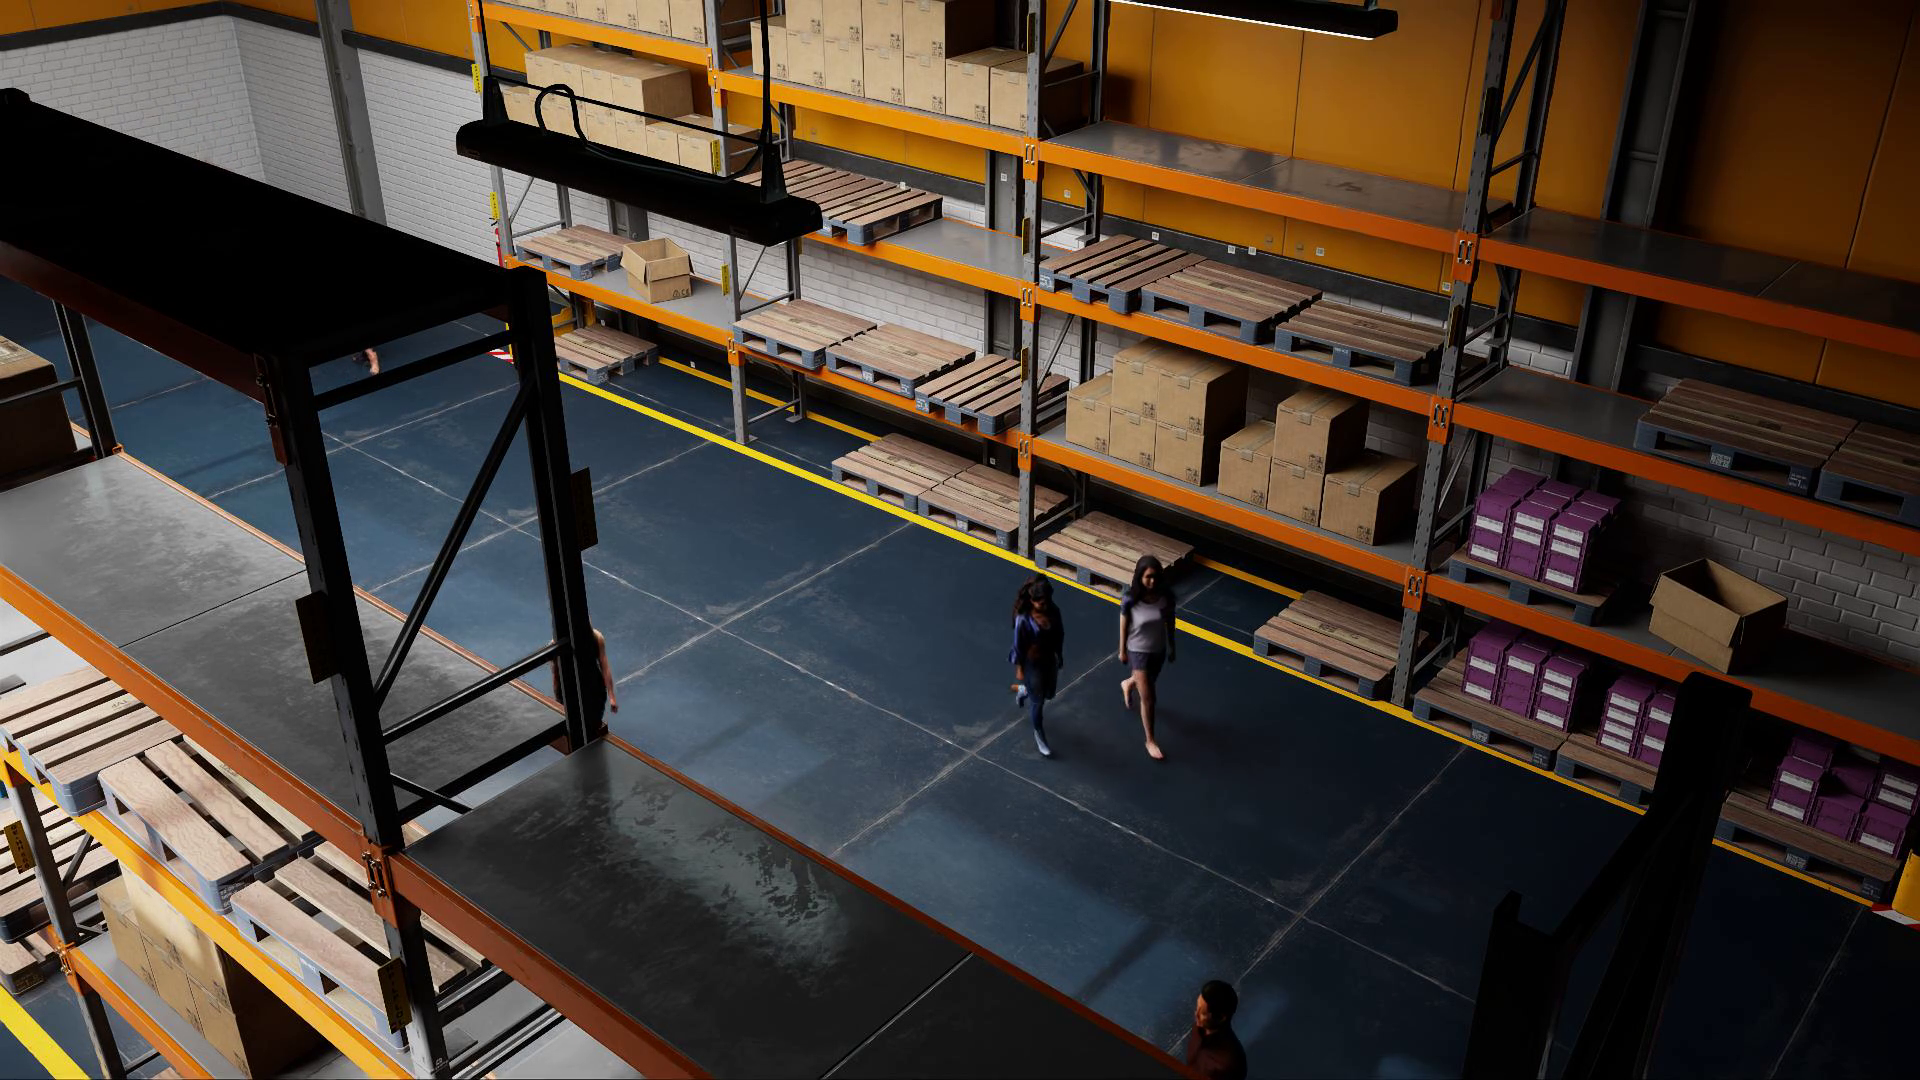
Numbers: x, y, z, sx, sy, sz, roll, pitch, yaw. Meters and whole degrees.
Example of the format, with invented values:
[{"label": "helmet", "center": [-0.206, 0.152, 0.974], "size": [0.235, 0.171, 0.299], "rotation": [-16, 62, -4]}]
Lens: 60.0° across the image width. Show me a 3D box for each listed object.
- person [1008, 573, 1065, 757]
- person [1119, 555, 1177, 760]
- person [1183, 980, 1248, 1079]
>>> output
[{"label": "person", "center": [0.579, 0.937, 13.137], "size": [0.805, 1.612, 0.952], "rotation": [-18, 34, -30]}, {"label": "person", "center": [1.462, 0.837, 13.260], "size": [0.964, 1.669, 1.193], "rotation": [-11, 30, -19]}, {"label": "person", "center": [1.437, 3.093, 9.025], "size": [0.859, 1.764, 0.772], "rotation": [-8, 30, -15]}]
